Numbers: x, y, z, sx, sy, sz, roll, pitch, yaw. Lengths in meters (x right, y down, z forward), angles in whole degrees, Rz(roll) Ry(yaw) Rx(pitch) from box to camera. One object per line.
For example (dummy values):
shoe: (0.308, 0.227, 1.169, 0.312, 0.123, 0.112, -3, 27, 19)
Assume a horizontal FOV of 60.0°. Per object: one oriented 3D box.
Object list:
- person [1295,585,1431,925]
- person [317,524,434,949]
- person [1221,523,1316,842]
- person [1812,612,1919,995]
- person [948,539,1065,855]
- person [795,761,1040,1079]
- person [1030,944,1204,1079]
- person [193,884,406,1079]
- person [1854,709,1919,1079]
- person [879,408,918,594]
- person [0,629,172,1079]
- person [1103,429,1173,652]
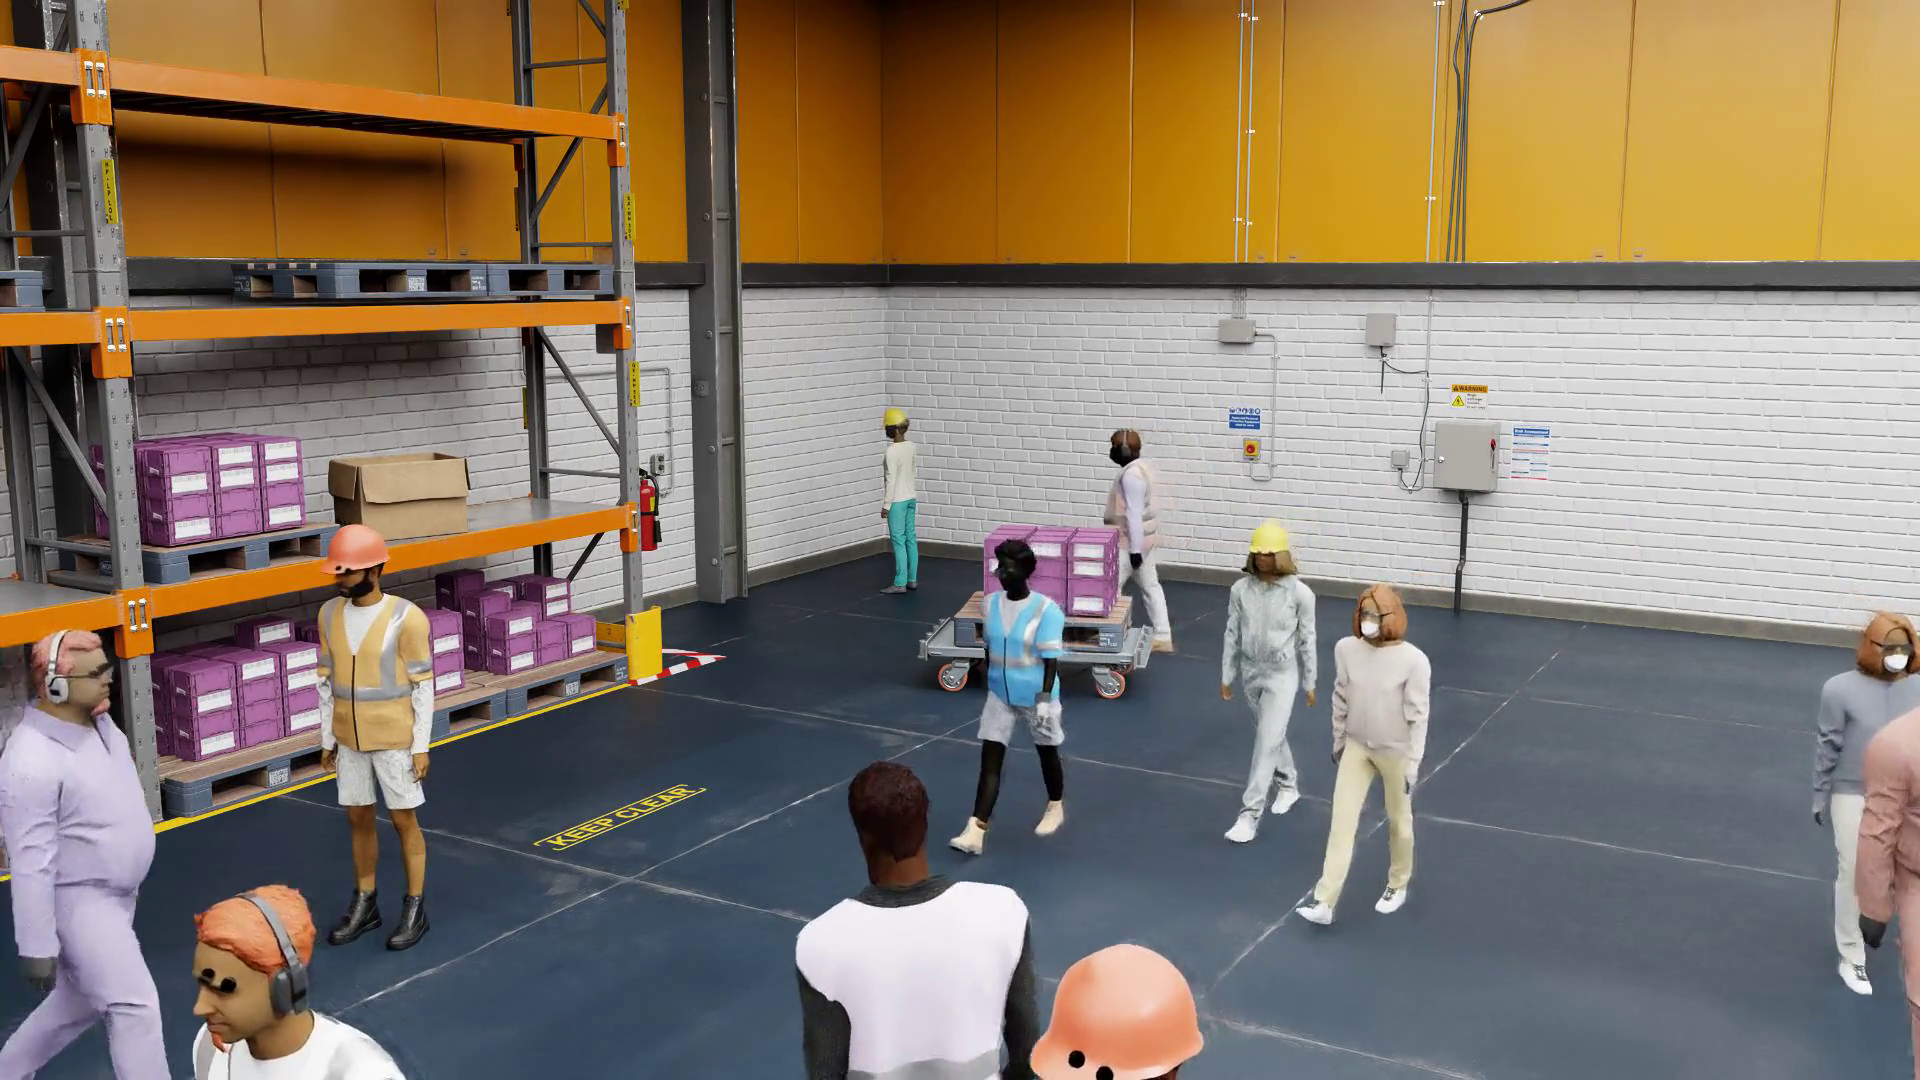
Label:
person: (1.885, 1.008, 7.682, 0.526, 1.589, 0.818, 8, 12, 41)
person: (-2.631, 0.882, 7.446, 0.549, 1.933, 0.373, 2, 9, 14)
person: (1.676, 0.739, 9.065, 0.496, 1.690, 0.928, 7, 12, 38)
person: (3.920, 1.087, 7.181, 0.503, 1.617, 0.603, 1, 9, 7)
person: (0.294, 0.815, 8.717, 0.543, 1.644, 0.876, 6, 11, 35)
person: (-0.098, 1.454, 4.126, 0.611, 1.846, 1.025, -1, 9, -6)
person: (0.326, 1.607, 2.955, 0.631, 1.925, 0.556, -7, 12, -38)
person: (-1.304, 1.584, 3.268, 0.598, 1.867, 0.547, 5, 10, 27)
person: (3.337, 1.242, 5.411, 0.659, 1.869, 0.914, 1, 9, 3)
person: (-0.589, -0.367, 15.765, 0.315, 1.769, 0.523, 4, 10, 26)
person: (-2.990, 1.210, 5.589, 0.897, 1.873, 0.649, -1, 9, -9)
person: (1.282, 0.015, 13.292, 0.941, 1.792, 0.658, 2, 9, 14)
